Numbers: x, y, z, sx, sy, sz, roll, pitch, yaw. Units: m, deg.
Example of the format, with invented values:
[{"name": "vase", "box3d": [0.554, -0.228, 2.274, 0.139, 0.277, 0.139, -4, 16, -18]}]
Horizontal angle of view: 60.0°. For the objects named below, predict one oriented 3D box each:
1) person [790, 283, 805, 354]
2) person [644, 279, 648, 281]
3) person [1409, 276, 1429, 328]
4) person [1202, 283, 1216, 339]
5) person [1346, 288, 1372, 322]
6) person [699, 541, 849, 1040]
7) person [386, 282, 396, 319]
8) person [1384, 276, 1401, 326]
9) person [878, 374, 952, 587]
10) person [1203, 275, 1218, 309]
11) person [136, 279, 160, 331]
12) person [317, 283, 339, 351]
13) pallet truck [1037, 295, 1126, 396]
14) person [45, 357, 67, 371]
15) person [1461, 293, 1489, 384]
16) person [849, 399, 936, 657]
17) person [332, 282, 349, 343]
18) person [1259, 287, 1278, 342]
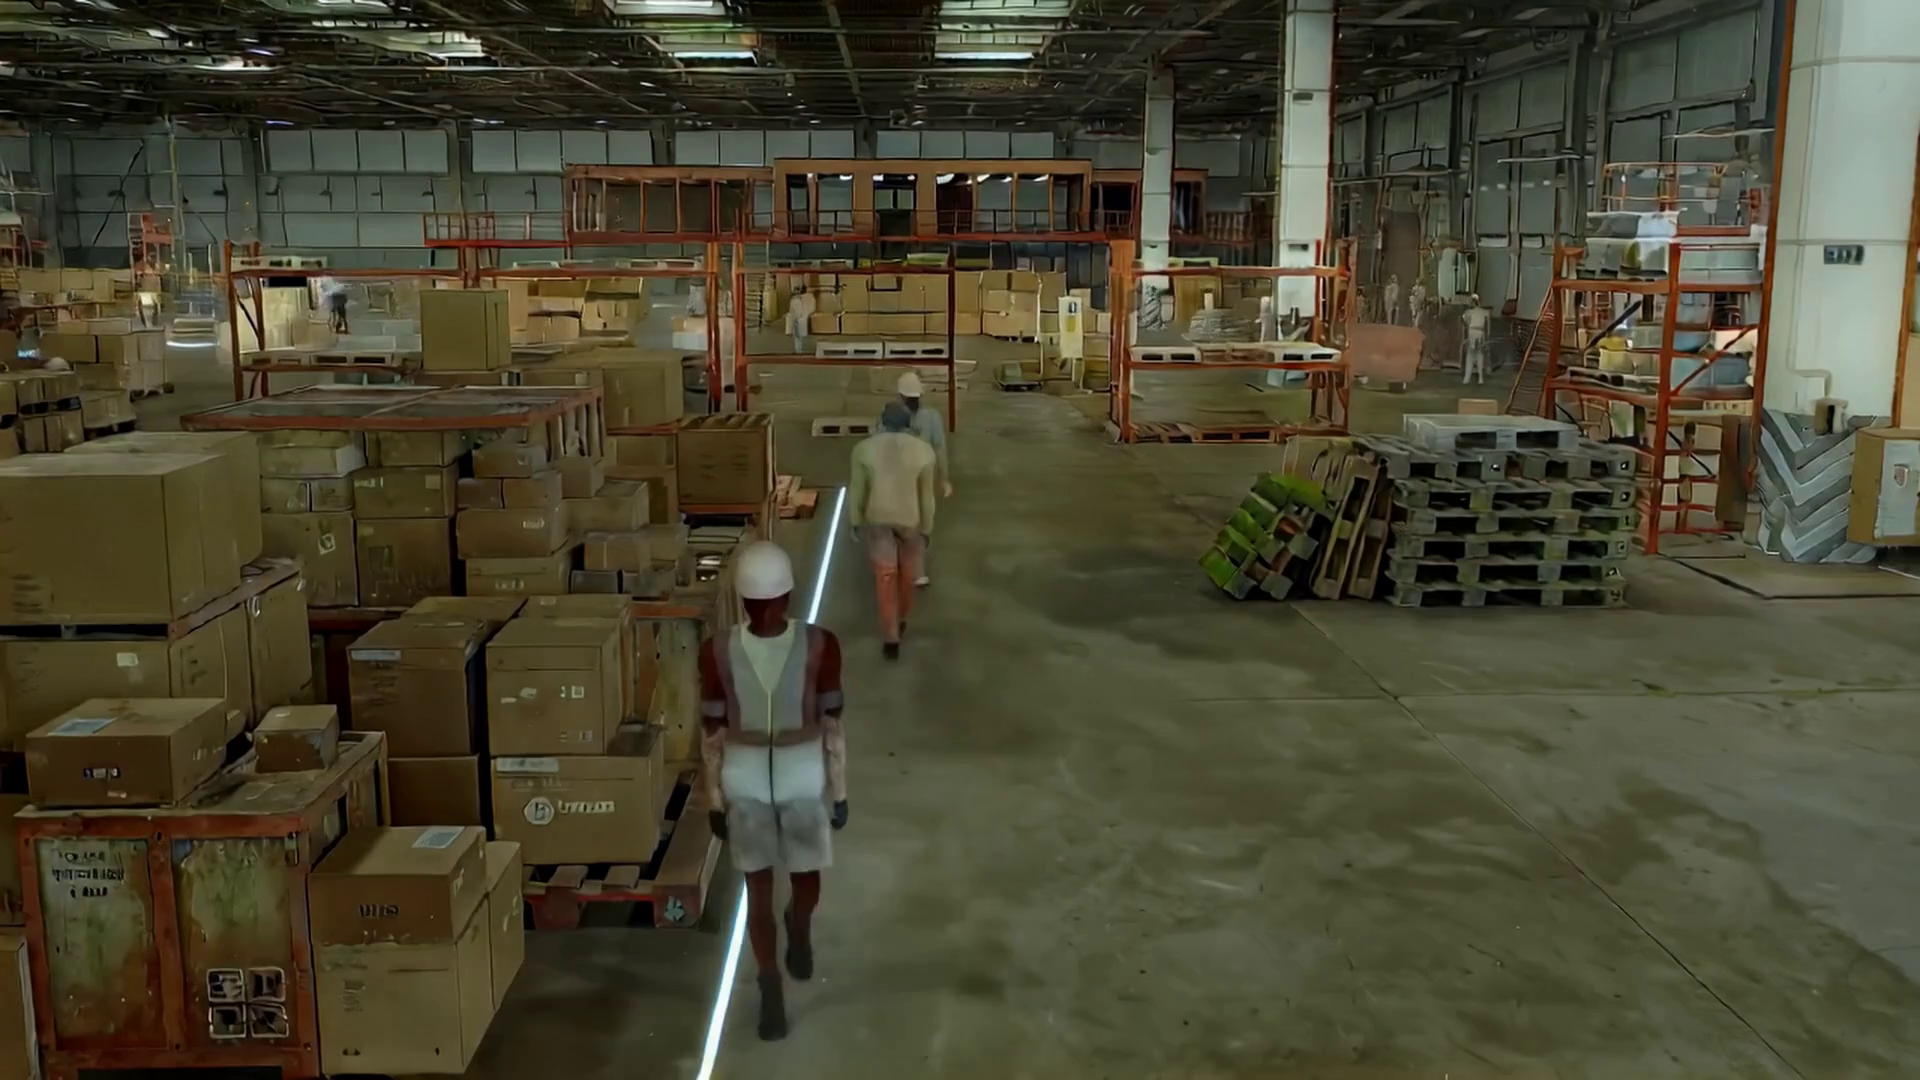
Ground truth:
[{"name": "person", "box3d": [-4.325, -5.857, 44.283, 0.389, 1.931, 0.630, -3, 11, -18]}, {"name": "person", "box3d": [-10.111, -7.500, 53.643, 0.520, 1.844, 0.331, 5, 11, 25]}, {"name": "person", "box3d": [14.863, -7.587, 53.881, 0.610, 1.939, 0.421, 1, 10, 5]}, {"name": "person", "box3d": [7.821, -7.158, 52.043, 0.363, 1.727, 0.514, -2, 10, -12]}, {"name": "person", "box3d": [10.368, -5.628, 43.229, 0.634, 1.841, 0.429, 2, 10, 9]}, {"name": "person", "box3d": [-0.717, 0.933, 6.448, 0.570, 1.925, 0.549, -1, 10, -3]}, {"name": "person", "box3d": [-16.247, -6.432, 47.617, 0.328, 1.876, 0.513, -4, 11, -21]}, {"name": "person", "box3d": [14.168, -7.673, 54.455, 0.637, 1.933, 0.440, -4, 11, -21]}, {"name": "person", "box3d": [-0.458, -0.576, 15.012, 0.594, 1.880, 0.998, -4, 11, -23]}, {"name": "person", "box3d": [10.763, -10.779, 71.529, 0.612, 1.986, 0.407, 3, 11, 18]}, {"name": "person", "box3d": [-23.317, -6.510, 47.791, 0.606, 1.966, 0.367, -8, 13, -36]}, {"name": "person", "box3d": [-16.981, -5.922, 44.624, 0.561, 1.927, 0.524, 8, 13, 39]}, {"name": "pallet truck", "box3d": [2.483, -3.881, 33.060, 1.885, 1.965, 0.823, -7, 13, -36]}, {"name": "person", "box3d": [-11.434, -1.520, 20.993, 0.818, 1.605, 0.537, 3, 11, 15]}, {"name": "person", "box3d": [11.032, -4.315, 35.664, 0.543, 1.931, 0.371, 1, 10, 5]}, {"name": "person", "box3d": [-0.506, -0.120, 12.485, 0.633, 1.875, 1.074, -2, 10, -9]}, {"name": "person", "box3d": [-18.414, -6.741, 49.424, 0.529, 1.849, 0.794, 2, 10, 13]}, {"name": "person", "box3d": [8.488, -6.069, 45.806, 0.922, 1.812, 0.618, -5, 11, -27]}]
